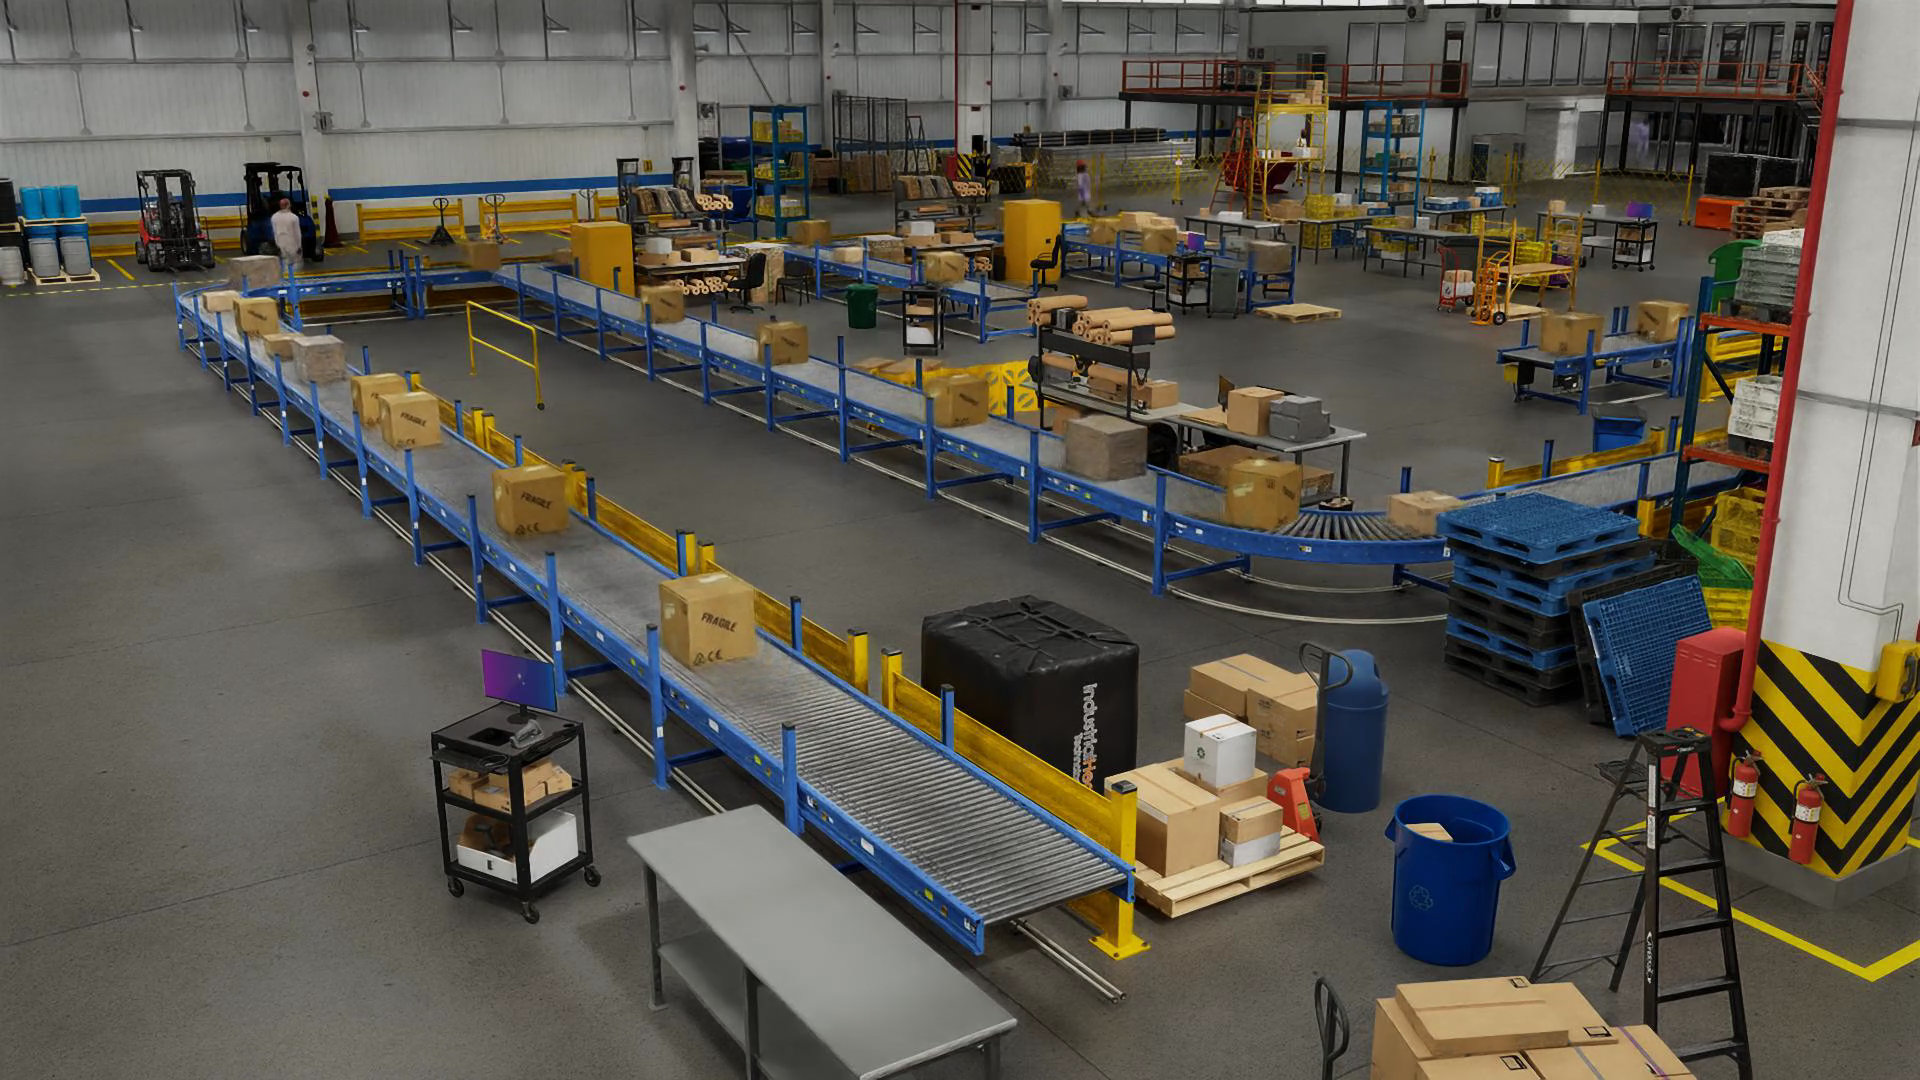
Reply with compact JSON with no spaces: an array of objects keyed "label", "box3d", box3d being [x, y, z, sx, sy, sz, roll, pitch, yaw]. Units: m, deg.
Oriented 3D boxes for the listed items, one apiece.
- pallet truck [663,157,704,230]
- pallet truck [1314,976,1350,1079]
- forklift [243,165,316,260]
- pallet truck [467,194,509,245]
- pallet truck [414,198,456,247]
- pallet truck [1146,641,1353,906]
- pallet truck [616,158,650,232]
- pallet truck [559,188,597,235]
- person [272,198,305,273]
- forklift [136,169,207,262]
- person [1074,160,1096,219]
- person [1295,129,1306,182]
[{"label":"pallet truck","box3d":[-7.586,-9.308,44.692,0.823,1.965,1.885,-11,20,-33]},{"label":"pallet truck","box3d":[2.299,2.390,7.086,1.601,1.201,0.680,-2,17,-7]},{"label":"forklift","box3d":[-15.898,-7.669,38.708,1.157,1.987,2.680,-11,20,-33]},{"label":"pallet truck","box3d":[-11.983,-8.177,42.137,0.704,1.261,1.522,-11,20,-33]},{"label":"pallet truck","box3d":[-13.250,-8.060,41.856,0.680,1.201,1.601,-10,20,-31]},{"label":"pallet truck","box3d":[1.664,1.407,10.232,1.630,1.274,0.653,-10,20,-31]},{"label":"pallet truck","box3d":[-8.918,-9.176,44.255,0.823,1.965,1.885,-9,19,-27]},{"label":"pallet truck","box3d":[-10.010,-8.652,43.699,0.653,1.274,1.630,-10,20,-31]},{"label":"person","box3d":[-13.711,-6.028,33.970,0.649,1.894,0.490,4,17,15]},{"label":"forklift","box3d":[-17.842,-7.318,37.559,1.157,1.987,2.680,-10,20,-31]},{"label":"person","box3d":[3.288,-8.891,43.358,1.112,1.981,0.643,11,20,32]},{"label":"person","box3d":[12.329,-13.861,60.042,0.355,1.883,0.576,10,20,31]}]
